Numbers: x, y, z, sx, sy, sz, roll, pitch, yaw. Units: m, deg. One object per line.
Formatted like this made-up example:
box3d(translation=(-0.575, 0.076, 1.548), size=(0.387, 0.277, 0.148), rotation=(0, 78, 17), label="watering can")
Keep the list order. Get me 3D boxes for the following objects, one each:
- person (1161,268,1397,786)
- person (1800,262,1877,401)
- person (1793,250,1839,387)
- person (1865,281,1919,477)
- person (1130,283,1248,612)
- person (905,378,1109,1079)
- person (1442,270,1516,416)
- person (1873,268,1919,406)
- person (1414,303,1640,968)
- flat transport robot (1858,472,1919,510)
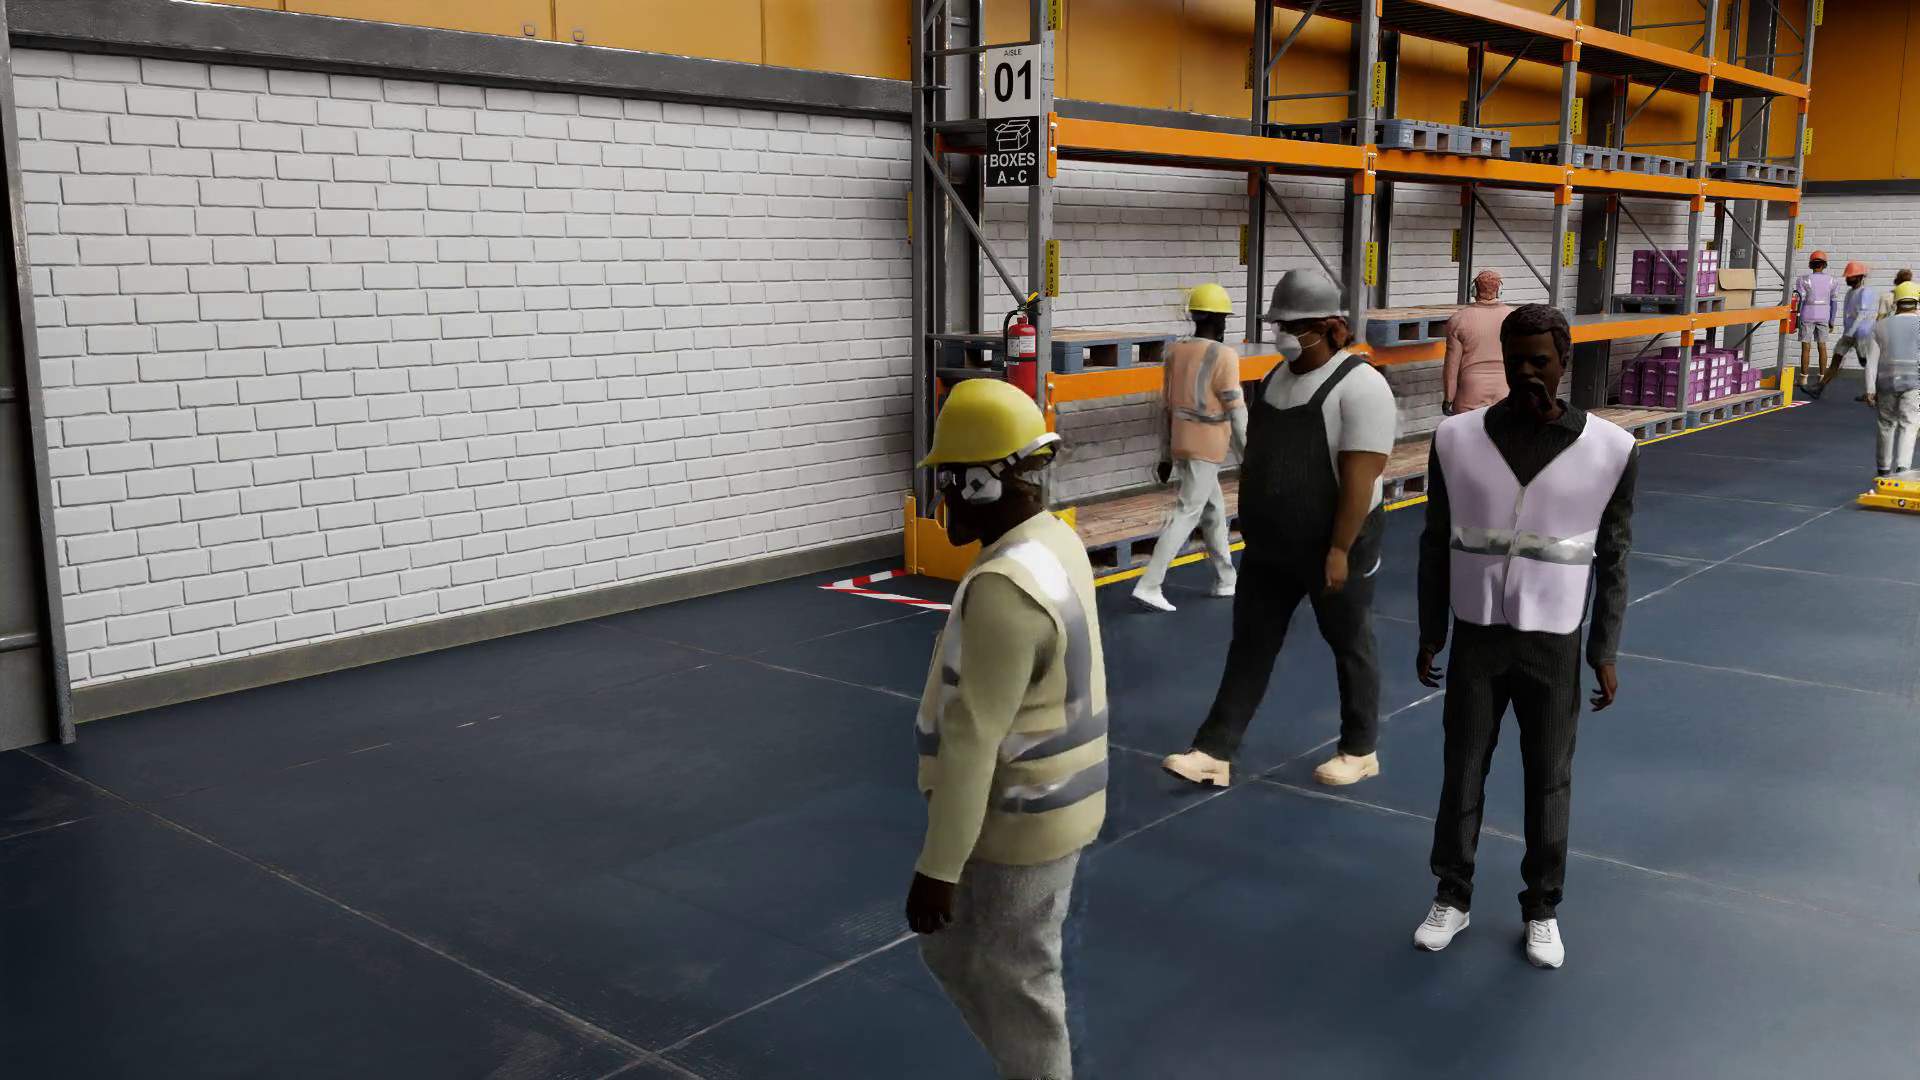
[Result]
box3d(translation=(1.244, -0.032, 6.264), size=(0.979, 2.000, 0.695), rotation=(-7, 12, -34), label="person")
box3d(translation=(12.008, -2.800, 22.482), size=(1.012, 1.871, 0.550), rotation=(-1, 10, -5), label="person")
box3d(translation=(12.758, -3.298, 24.863), size=(0.609, 2.040, 0.395), rotation=(1, 10, 6), label="person")
box3d(translation=(8.303, -1.378, 14.653), size=(0.589, 1.794, 0.916), rotation=(6, 12, 33), label="person")
box3d(translation=(1.365, -0.532, 9.589), size=(0.995, 1.881, 0.601), rotation=(-5, 11, -25), label="person")
box3d(translation=(0.095, 0.574, 3.482), size=(0.429, 1.811, 0.608), rotation=(1, 10, 5), label="person")
box3d(translation=(4.061, -1.140, 12.952), size=(0.642, 1.909, 0.410), rotation=(0, 10, 0), label="person")
box3d(translation=(12.175, -2.619, 21.616), size=(0.540, 1.817, 0.709), rotation=(1, 10, 5), label="person")
box3d(translation=(1.632, 0.276, 4.861), size=(0.589, 1.919, 0.393), rotation=(4, 11, 23), label="person")
box3d(translation=(7.922, -0.413, 13.468), size=(1.431, 0.197, 0.652), rotation=(-8, 13, -39), label="flat transport robot")
